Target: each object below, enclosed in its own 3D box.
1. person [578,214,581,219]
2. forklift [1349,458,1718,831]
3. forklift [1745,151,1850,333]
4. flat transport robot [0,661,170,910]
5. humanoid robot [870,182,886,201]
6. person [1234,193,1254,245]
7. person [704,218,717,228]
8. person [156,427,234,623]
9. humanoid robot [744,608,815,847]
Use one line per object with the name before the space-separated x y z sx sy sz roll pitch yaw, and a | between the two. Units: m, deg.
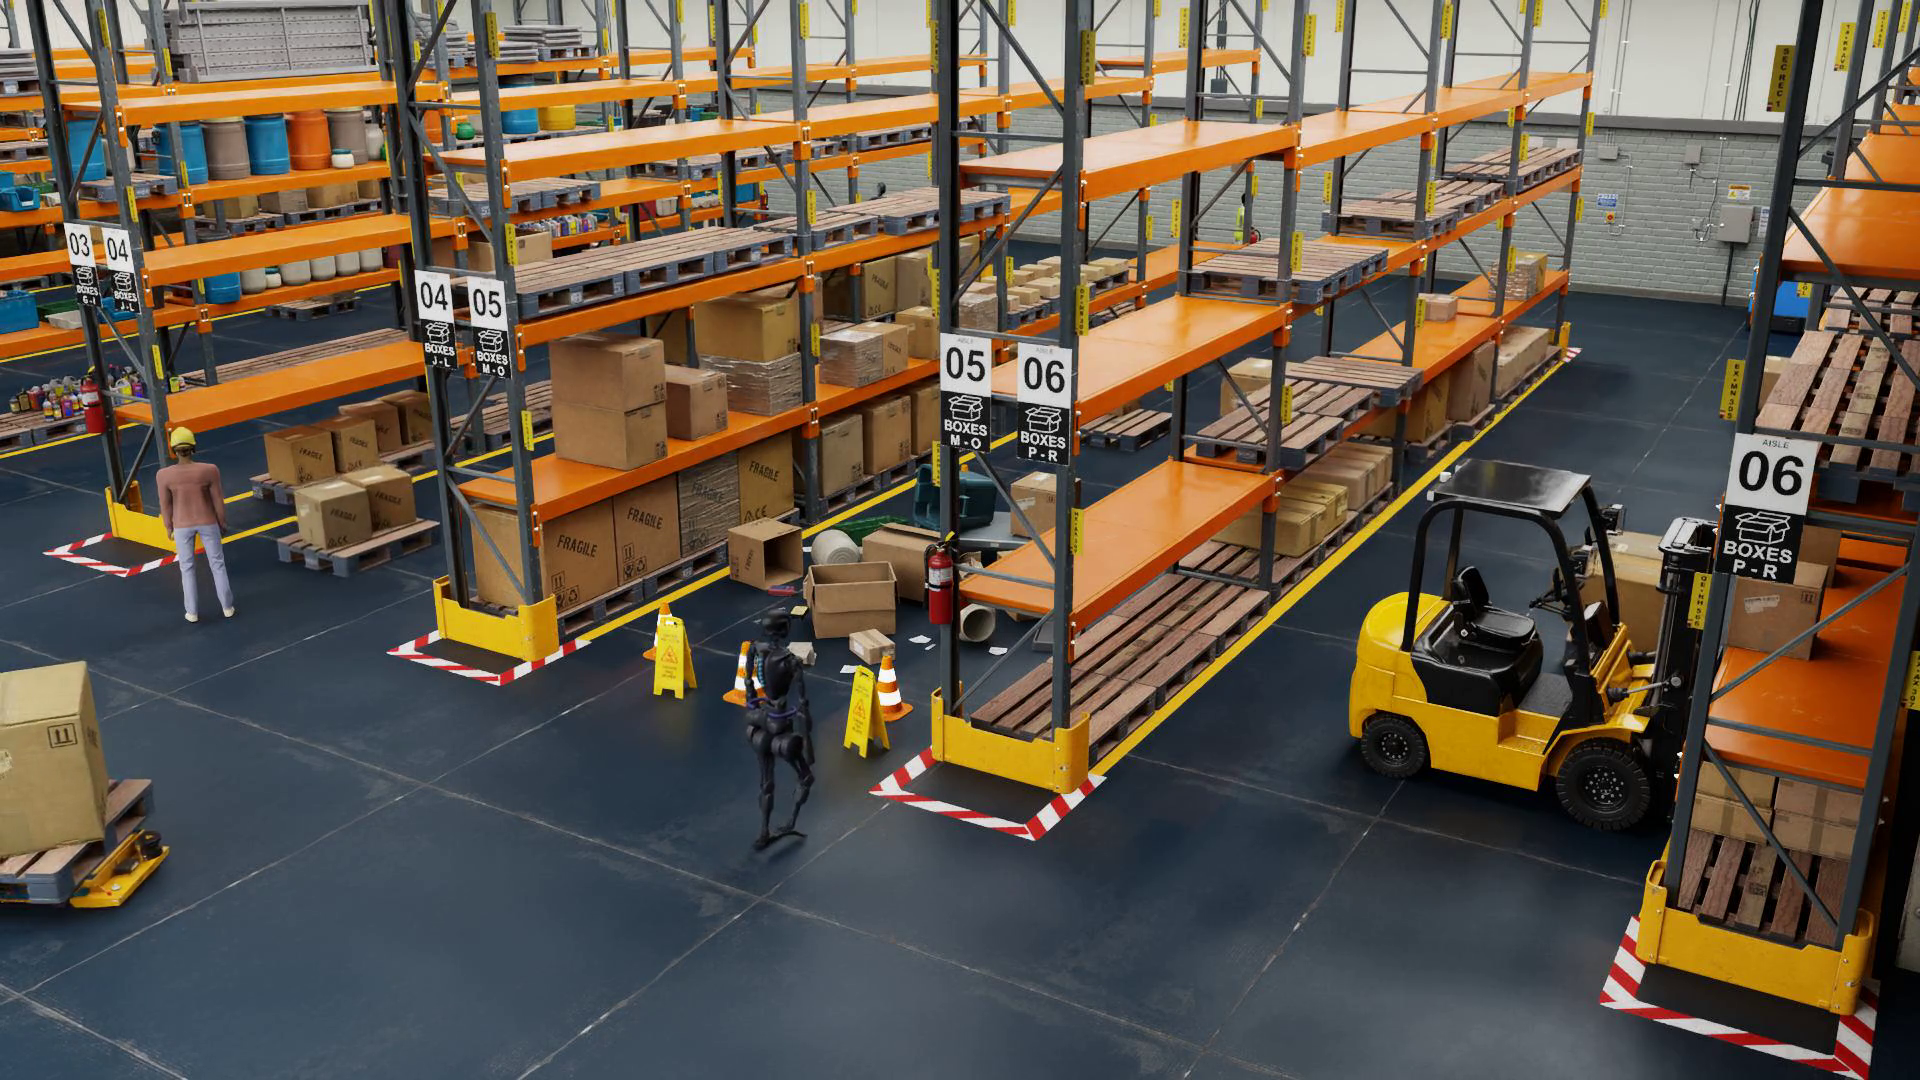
person | -7.233 -5.753 30.920 0.538 1.781 0.453 8 20 21
forklift | 3.988 0.658 11.776 2.313 2.155 1.214 11 22 29
forklift | 13.620 -4.667 26.137 1.873 2.768 1.129 11 22 29
flat transport robot | -5.897 2.080 10.601 1.431 0.231 0.659 0 19 1
humanoid robot | -1.494 -6.012 31.848 0.610 1.641 0.483 -10 21 -26
person | 5.184 -5.514 30.388 0.326 1.685 0.538 -2 19 -6
person | -5.235 -7.063 34.866 0.489 1.688 0.345 -6 20 -18
person | -6.780 -0.139 14.743 0.519 1.758 0.339 -9 21 -24
humanoid robot | -1.221 1.230 10.904 0.602 1.652 0.395 15 24 36
